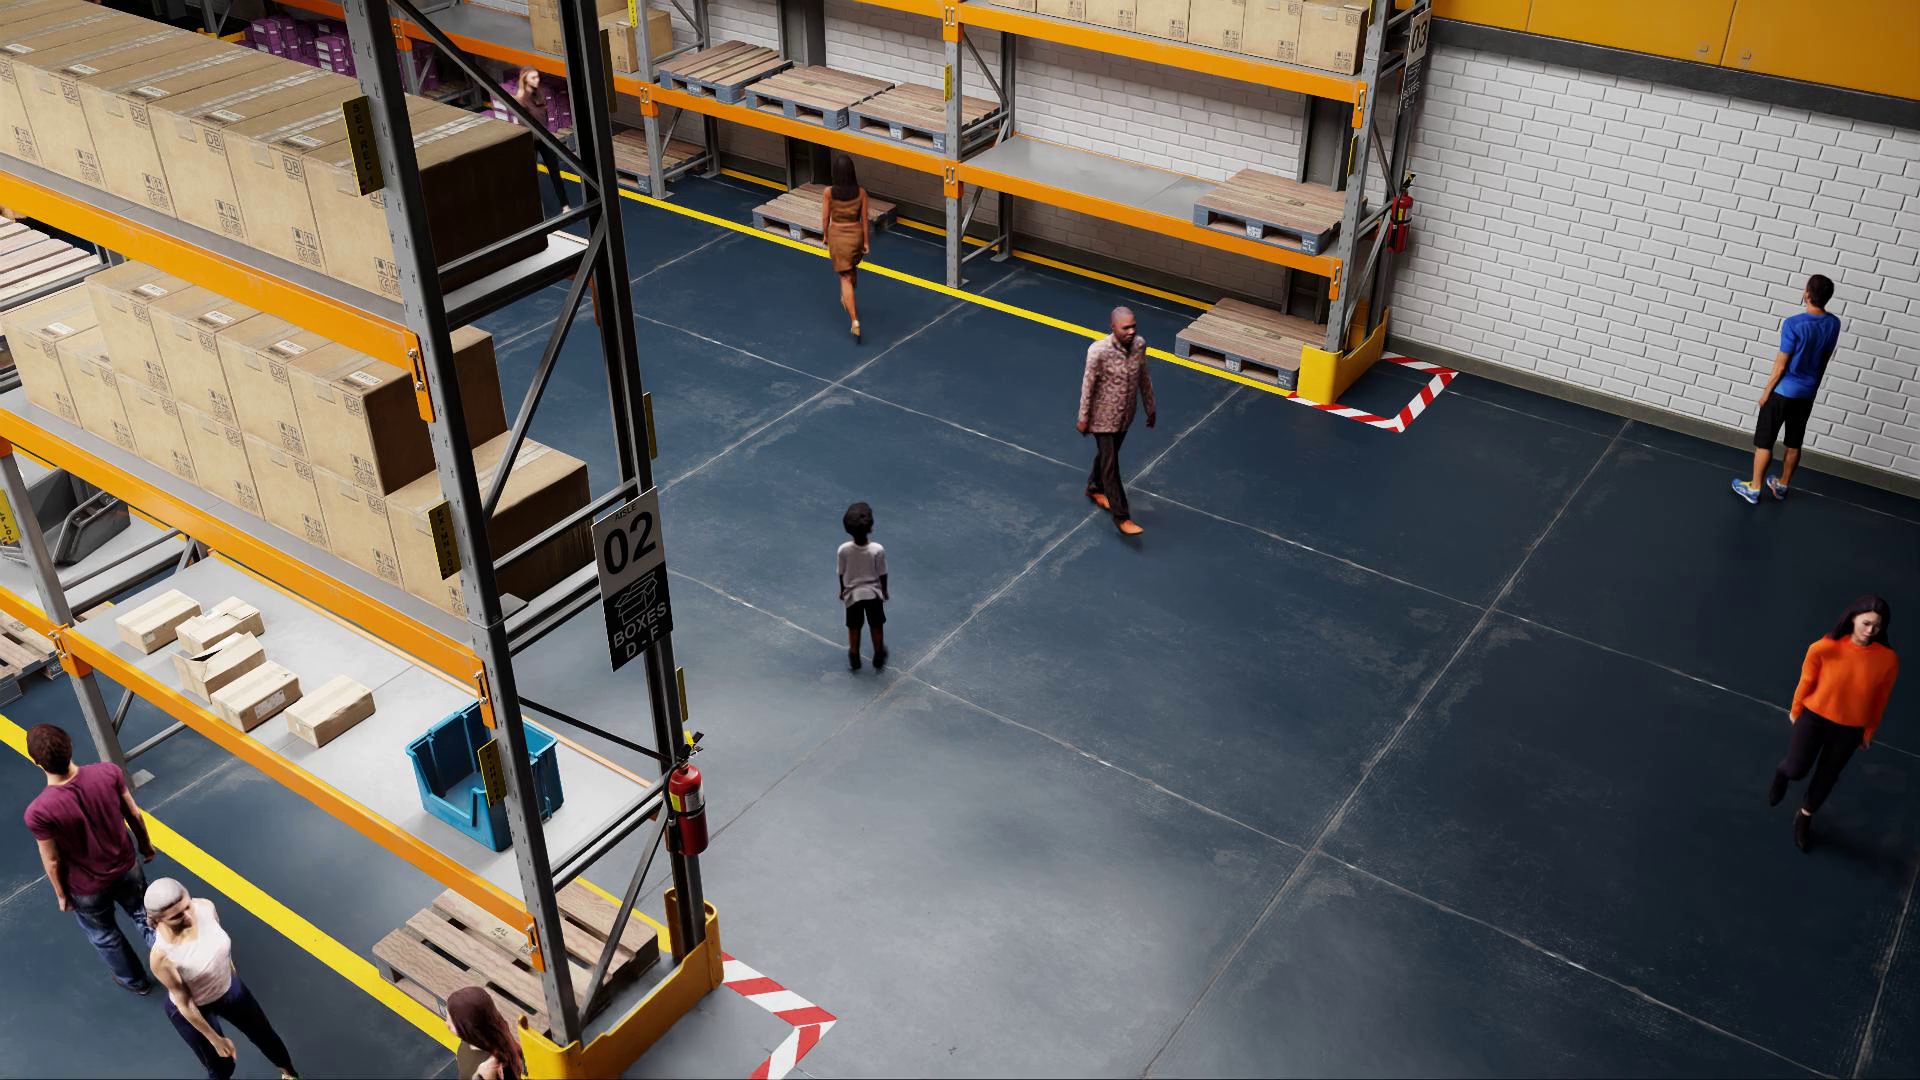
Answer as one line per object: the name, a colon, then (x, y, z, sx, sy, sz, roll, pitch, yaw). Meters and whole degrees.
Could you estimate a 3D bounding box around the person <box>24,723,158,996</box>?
person: (-4.344, 1.707, 8.496, 0.848, 1.838, 0.659, 21, 39, 29)

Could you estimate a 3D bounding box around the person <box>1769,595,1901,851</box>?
person: (5.044, 1.005, 9.643, 0.745, 1.737, 0.788, 10, 35, 15)

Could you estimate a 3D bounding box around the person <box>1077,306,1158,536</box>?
person: (1.105, -0.977, 12.593, 0.978, 1.772, 1.209, -20, 39, -27)

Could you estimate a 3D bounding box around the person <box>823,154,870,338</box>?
person: (-1.029, -2.655, 15.237, 0.981, 1.640, 1.119, -9, 35, -13)

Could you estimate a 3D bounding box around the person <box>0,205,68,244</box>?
person: (-8.855, -3.041, 15.731, 0.763, 1.736, 0.741, 16, 37, 22)

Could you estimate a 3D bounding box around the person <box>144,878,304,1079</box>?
person: (-3.604, 2.224, 7.848, 0.771, 1.693, 0.761, 2, 34, 3)

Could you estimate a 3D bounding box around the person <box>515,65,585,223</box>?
person: (-4.509, -4.146, 17.464, 1.109, 1.659, 0.659, 19, 38, 26)

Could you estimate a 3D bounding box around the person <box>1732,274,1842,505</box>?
person: (6.385, -1.142, 12.757, 0.694, 1.866, 0.758, -5, 34, -7)

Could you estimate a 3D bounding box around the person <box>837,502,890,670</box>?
person: (-0.649, 0.317, 11.111, 0.556, 1.258, 0.631, -1, 34, -2)

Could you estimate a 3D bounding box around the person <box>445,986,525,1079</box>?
person: (-1.996, 2.542, 7.509, 0.875, 1.540, 0.853, -10, 35, -14)
